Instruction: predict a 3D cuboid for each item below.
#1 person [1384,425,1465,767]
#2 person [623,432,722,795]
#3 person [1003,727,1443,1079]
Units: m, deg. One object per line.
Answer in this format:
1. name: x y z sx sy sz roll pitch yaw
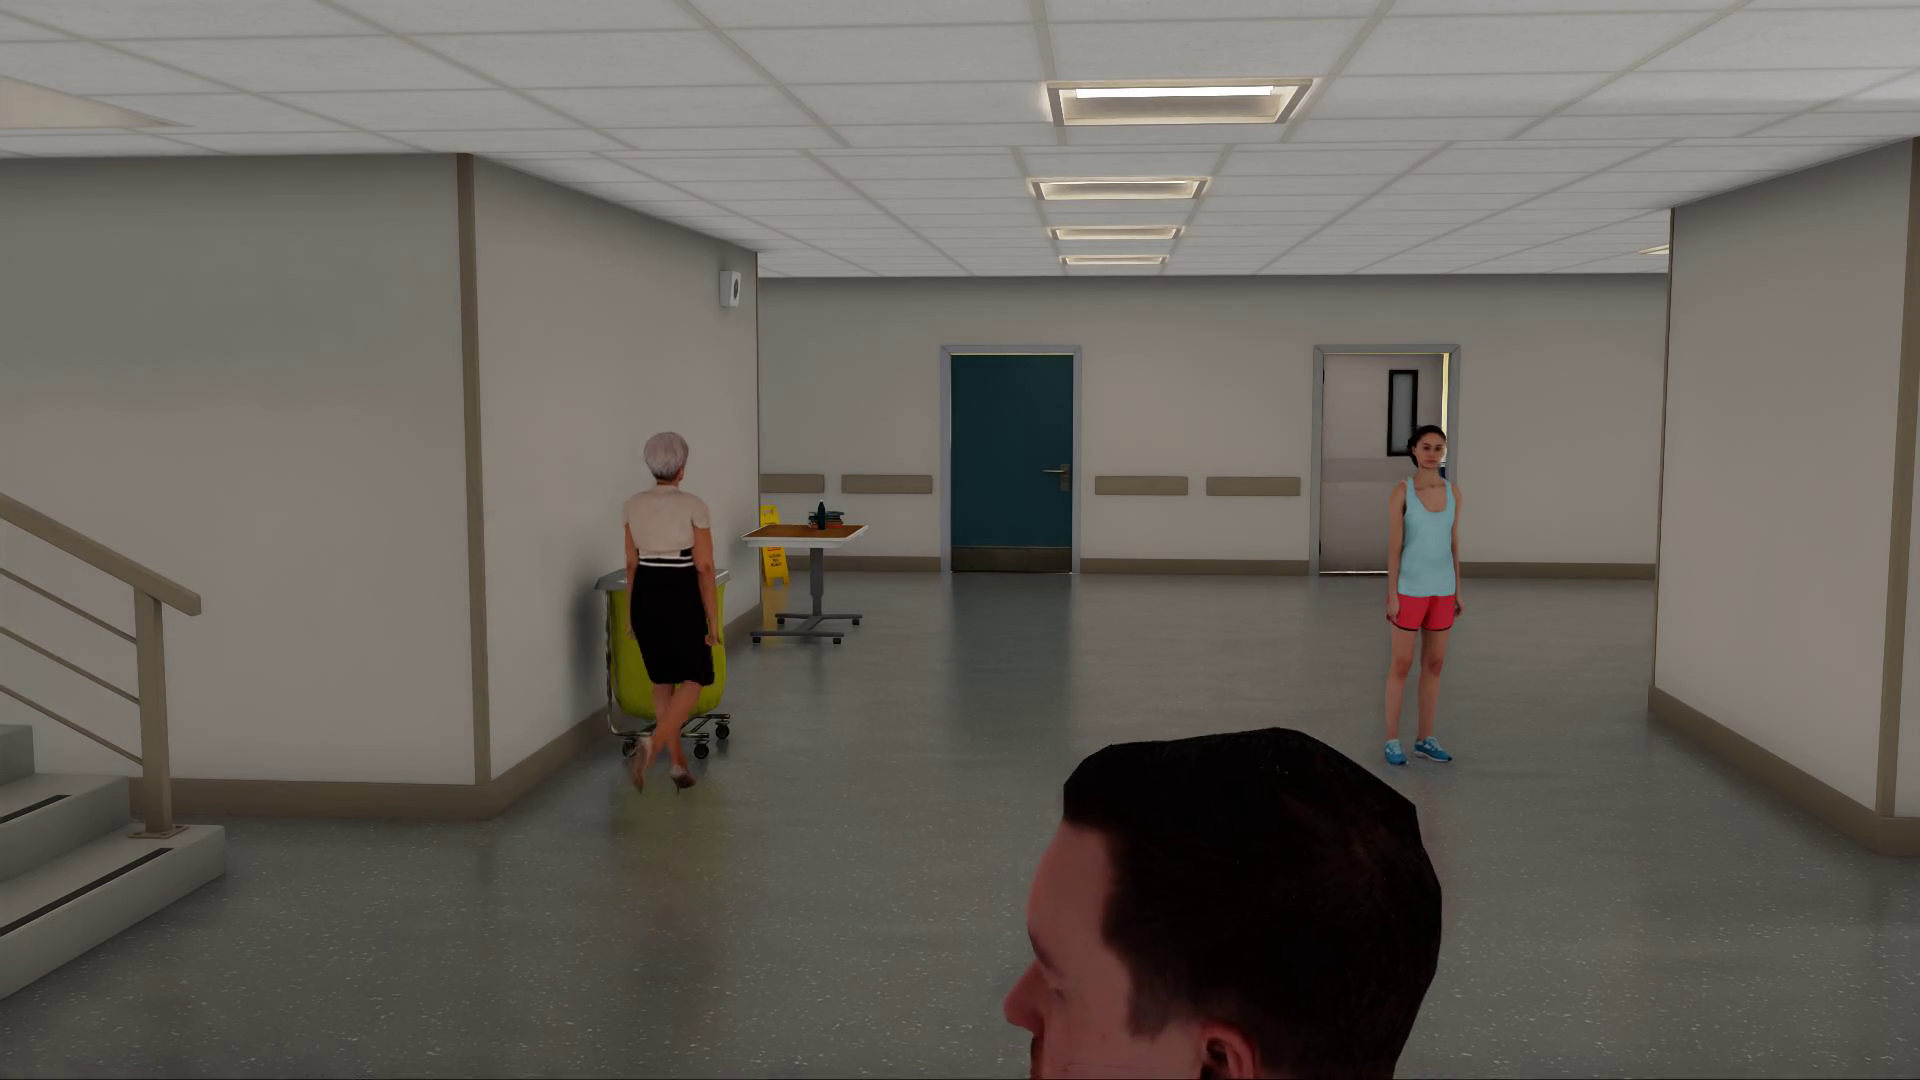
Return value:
1. person: 2.402 0.283 8.633 0.584 1.764 0.720 -2 6 -15
2. person: -1.390 0.383 7.768 0.942 1.737 0.812 2 6 17
3. person: 0.161 1.012 0.980 0.667 1.846 0.765 2 6 17
